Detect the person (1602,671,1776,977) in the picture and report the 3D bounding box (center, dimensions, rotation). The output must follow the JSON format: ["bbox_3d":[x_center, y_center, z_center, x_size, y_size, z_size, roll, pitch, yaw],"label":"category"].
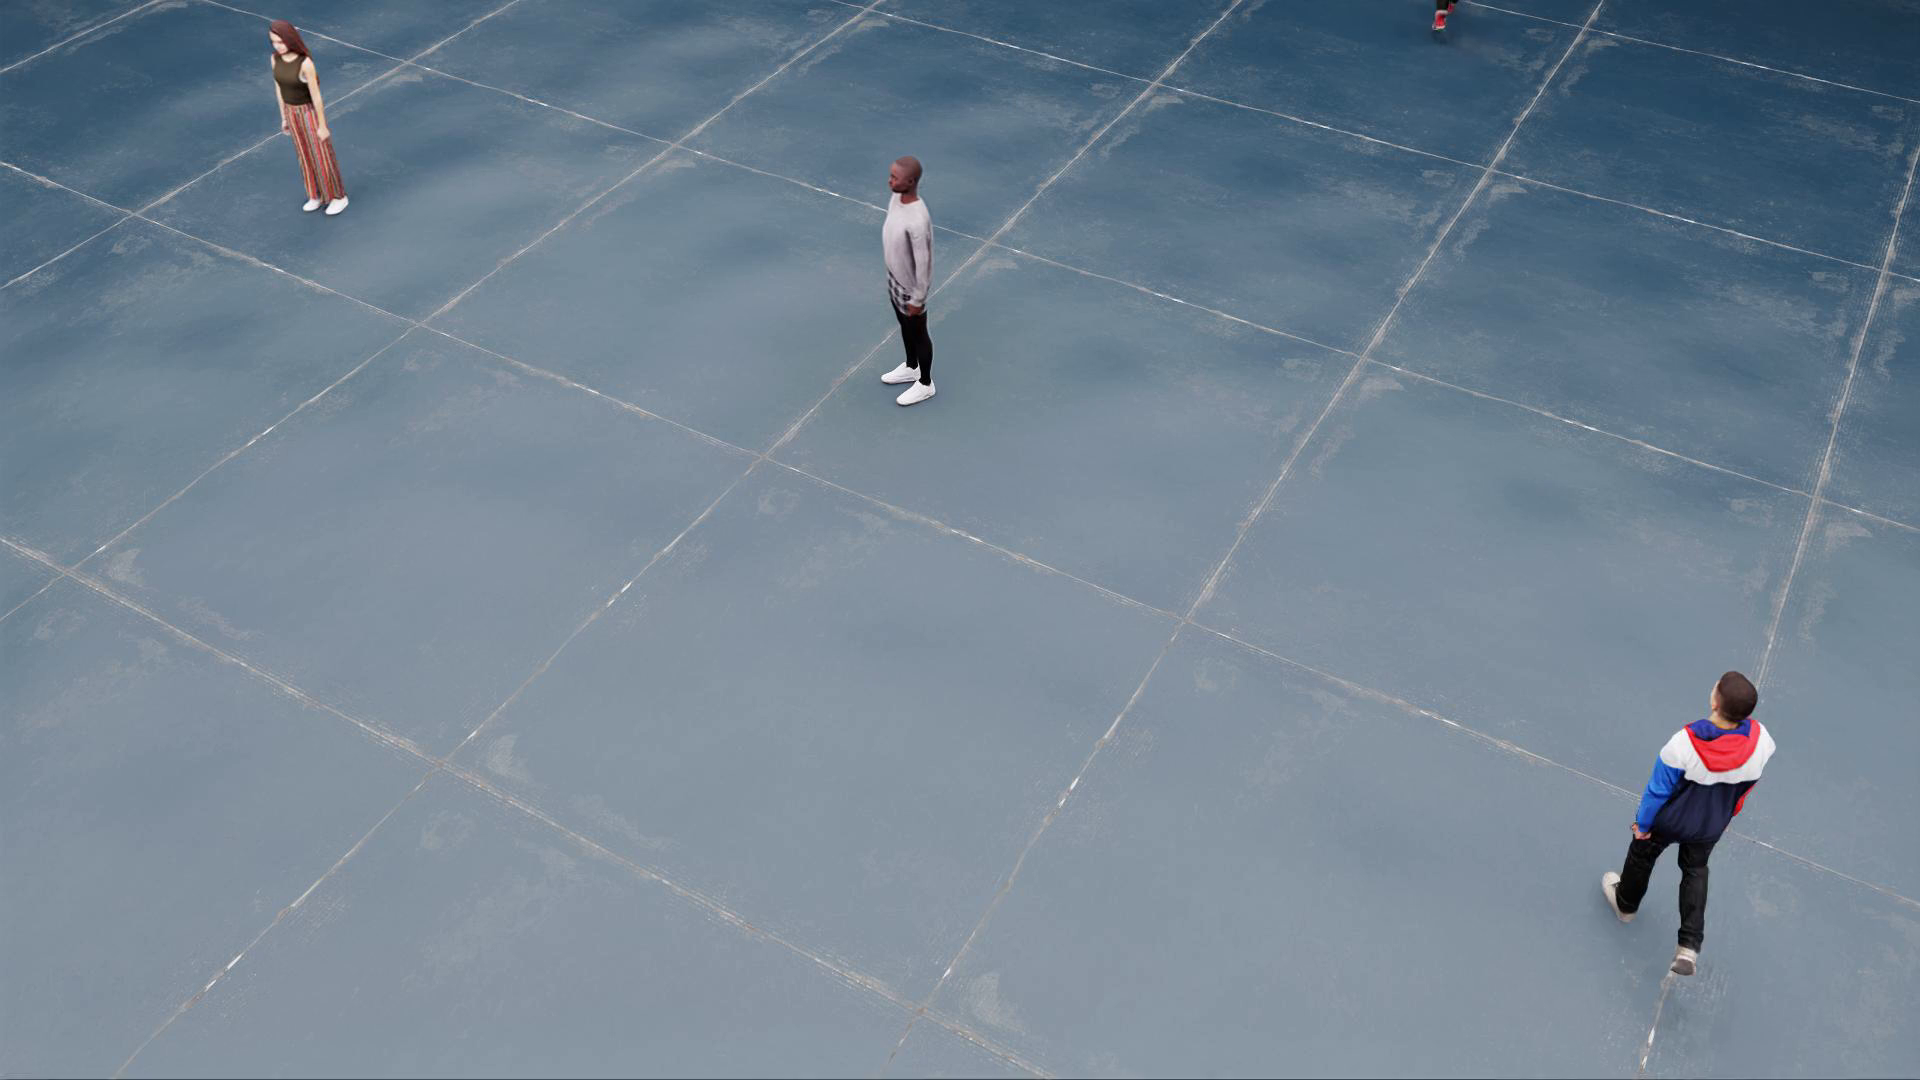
[{"bbox_3d":[3.310,1.300,7.499,0.893,1.743,1.049,1,42,1],"label":"person"}]

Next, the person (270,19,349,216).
[{"bbox_3d":[-4.962,-3.221,12.612,0.572,1.562,0.567,17,45,18],"label":"person"}]

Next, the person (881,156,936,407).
[{"bbox_3d":[-0.317,-1.682,10.761,0.719,1.771,0.693,-16,45,-17],"label":"person"}]
